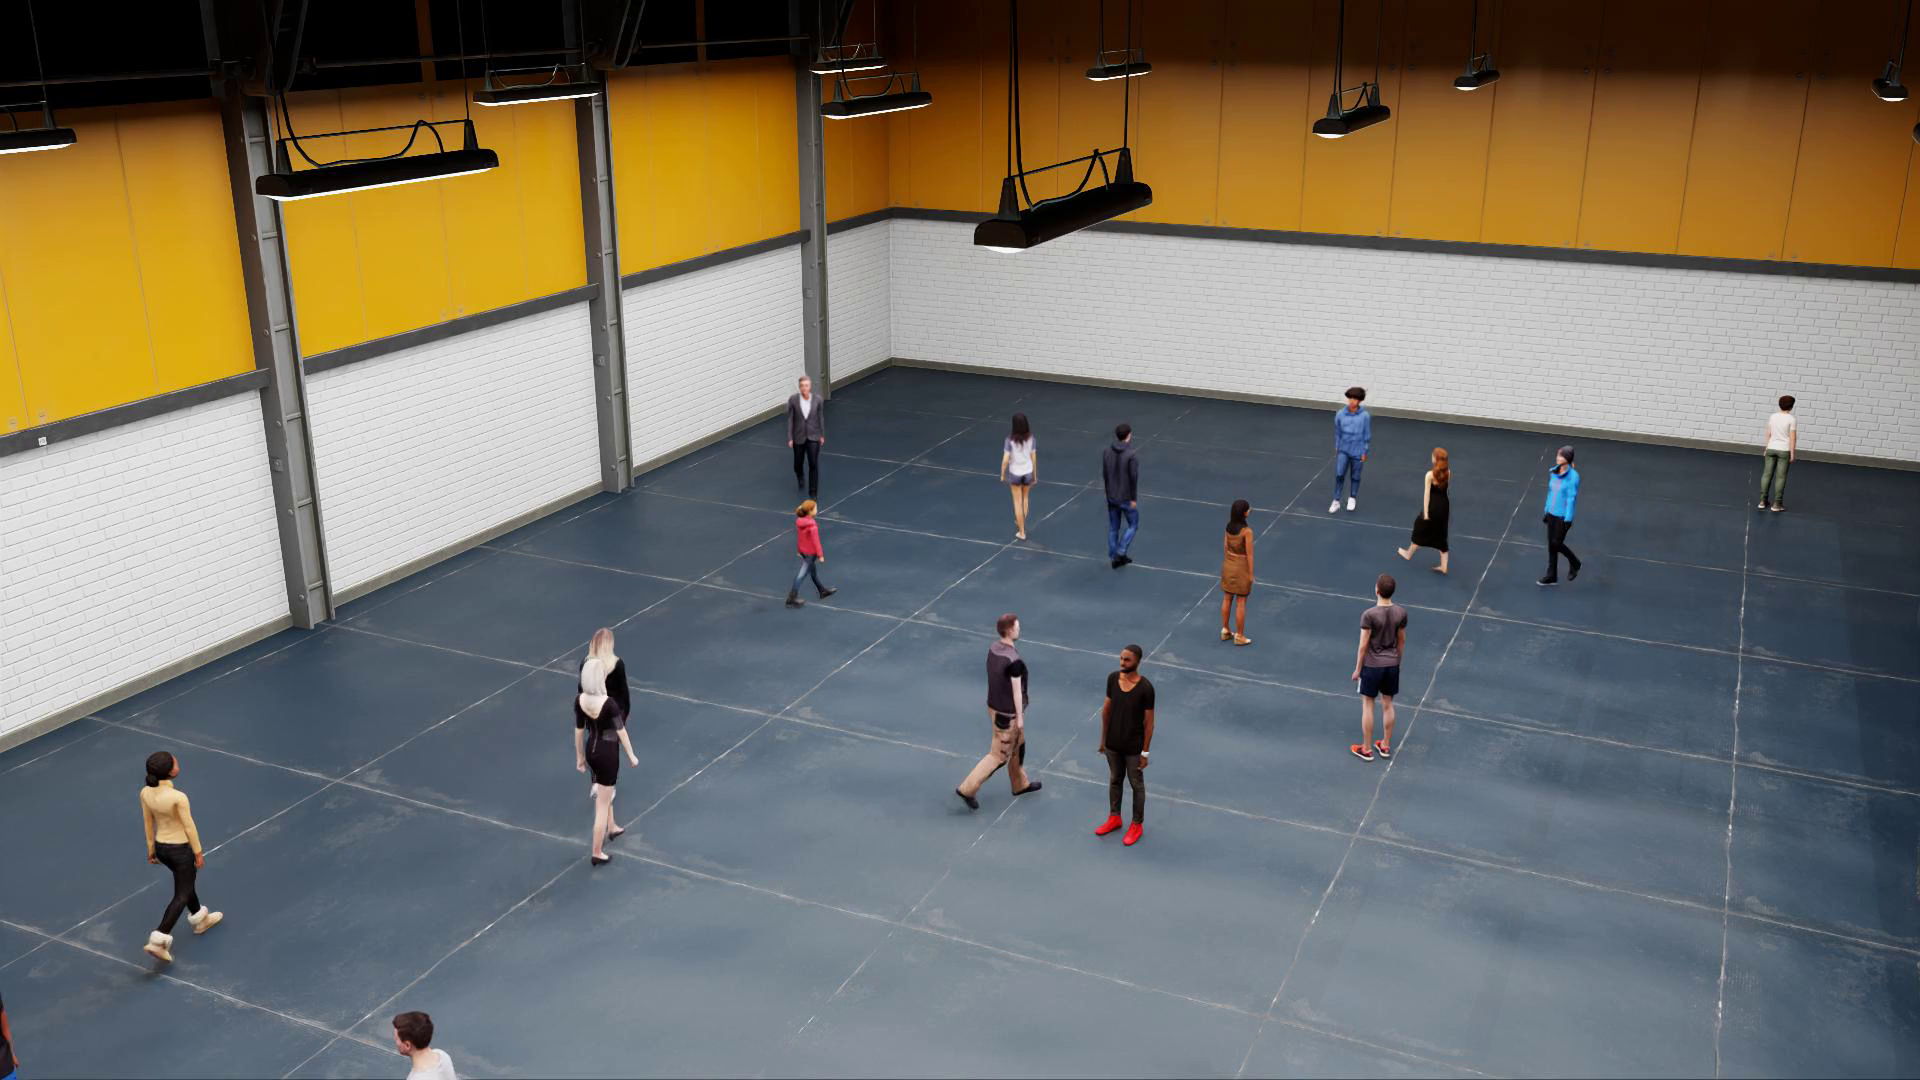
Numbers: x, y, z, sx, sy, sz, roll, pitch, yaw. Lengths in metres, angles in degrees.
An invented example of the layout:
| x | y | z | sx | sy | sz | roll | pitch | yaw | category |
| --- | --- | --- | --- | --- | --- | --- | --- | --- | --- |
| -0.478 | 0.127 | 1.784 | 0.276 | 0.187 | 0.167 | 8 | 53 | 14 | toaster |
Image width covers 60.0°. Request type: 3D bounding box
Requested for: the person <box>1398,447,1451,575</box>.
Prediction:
| x | y | z | sx | sy | sz | roll | pitch | yaw | category |
| --- | --- | --- | --- | --- | --- | --- | --- | --- | --- |
| 6.067 | -0.343 | 20.978 | 1.008 | 1.592 | 1.030 | -8 | 20 | -22 | person |

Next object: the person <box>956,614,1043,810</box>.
| x | y | z | sx | sy | sz | roll | pitch | yaw | category |
| --- | --- | --- | --- | --- | --- | --- | --- | --- | --- |
| 0.325 | 1.556 | 14.993 | 1.217 | 1.813 | 1.153 | -7 | 20 | -19 | person |

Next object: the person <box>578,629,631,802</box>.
| x | y | z | sx | sy | sz | roll | pitch | yaw | category |
| --- | --- | --- | --- | --- | --- | --- | --- | --- | --- |
| -3.203 | 1.639 | 14.975 | 0.745 | 1.668 | 0.793 | -1 | 19 | -4 | person |

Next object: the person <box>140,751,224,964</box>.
| x | y | z | sx | sy | sz | roll | pitch | yaw | category |
| --- | --- | --- | --- | --- | --- | --- | --- | --- | --- |
| -6.052 | 2.420 | 12.710 | 0.676 | 1.633 | 1.081 | 6 | 20 | 18 | person |

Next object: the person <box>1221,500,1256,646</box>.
| x | y | z | sx | sy | sz | roll | pitch | yaw | category |
| --- | --- | --- | --- | --- | --- | --- | --- | --- | --- |
| 3.125 | 0.355 | 18.754 | 0.660 | 1.690 | 0.643 | -12 | 22 | -32 | person |

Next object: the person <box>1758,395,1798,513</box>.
| x | y | z | sx | sy | sz | roll | pitch | yaw | category |
| --- | --- | --- | --- | --- | --- | --- | --- | --- | --- |
| 11.600 | -1.245 | 23.558 | 0.667 | 1.654 | 0.659 | -15 | 23 | -37 | person |

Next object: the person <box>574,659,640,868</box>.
| x | y | z | sx | sy | sz | roll | pitch | yaw | category |
| --- | --- | --- | --- | --- | --- | --- | --- | --- | --- |
| -3.059 | 1.904 | 13.966 | 0.618 | 1.809 | 0.859 | 10 | 21 | 27 | person |

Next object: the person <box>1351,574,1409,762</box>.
| x | y | z | sx | sy | sz | roll | pitch | yaw | category |
| --- | --- | --- | --- | --- | --- | --- | --- | --- | --- |
| 4.028 | 1.215 | 15.943 | 0.728 | 1.853 | 0.768 | -5 | 19 | -15 | person |

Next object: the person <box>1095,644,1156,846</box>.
| x | y | z | sx | sy | sz | roll | pitch | yaw | category |
| --- | --- | --- | --- | --- | --- | --- | --- | --- | --- |
| 1.457 | 1.746 | 14.443 | 0.693 | 1.805 | 0.618 | 15 | 24 | 37 | person |

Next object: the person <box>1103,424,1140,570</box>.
| x | y | z | sx | sy | sz | roll | pitch | yaw | category |
| --- | --- | --- | --- | --- | --- | --- | --- | --- | --- |
| 1.986 | -0.528 | 21.076 | 0.751 | 1.880 | 0.703 | 14 | 23 | 35 | person |

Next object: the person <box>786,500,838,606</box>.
| x | y | z | sx | sy | sz | roll | pitch | yaw | category |
| --- | --- | --- | --- | --- | --- | --- | --- | --- | --- |
| -1.881 | 0.178 | 19.913 | 0.978 | 1.285 | 0.864 | -9 | 21 | -25 | person |

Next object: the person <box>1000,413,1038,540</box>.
| x | y | z | sx | sy | sz | roll | pitch | yaw | category |
| --- | --- | --- | --- | --- | --- | --- | --- | --- | --- |
| 0.833 | -0.834 | 22.243 | 0.880 | 1.716 | 0.940 | -6 | 20 | -18 | person |

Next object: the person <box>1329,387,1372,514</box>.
| x | y | z | sx | sy | sz | roll | pitch | yaw | category |
| --- | --- | --- | --- | --- | --- | --- | --- | --- | --- |
| 5.561 | -1.297 | 23.504 | 0.696 | 1.788 | 0.838 | 7 | 20 | 20 | person |

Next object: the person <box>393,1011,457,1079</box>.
| x | y | z | sx | sy | sz | roll | pitch | yaw | category |
| --- | --- | --- | --- | --- | --- | --- | --- | --- | --- |
| -2.914 | 3.460 | 9.298 | 0.791 | 1.840 | 0.622 | 1 | 19 | 3 | person |

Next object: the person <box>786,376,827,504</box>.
| x | y | z | sx | sy | sz | roll | pitch | yaw | category |
| --- | --- | --- | --- | --- | --- | --- | --- | --- | --- |
| -2.230 | -1.494 | 24.060 | 1.125 | 1.807 | 1.281 | -3 | 19 | -8 | person |

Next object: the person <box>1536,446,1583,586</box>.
| x | y | z | sx | sy | sz | roll | pitch | yaw | category |
| --- | --- | --- | --- | --- | --- | --- | --- | --- | --- |
| 7.478 | -0.291 | 20.518 | 0.913 | 1.787 | 0.864 | -5 | 19 | -15 | person |
